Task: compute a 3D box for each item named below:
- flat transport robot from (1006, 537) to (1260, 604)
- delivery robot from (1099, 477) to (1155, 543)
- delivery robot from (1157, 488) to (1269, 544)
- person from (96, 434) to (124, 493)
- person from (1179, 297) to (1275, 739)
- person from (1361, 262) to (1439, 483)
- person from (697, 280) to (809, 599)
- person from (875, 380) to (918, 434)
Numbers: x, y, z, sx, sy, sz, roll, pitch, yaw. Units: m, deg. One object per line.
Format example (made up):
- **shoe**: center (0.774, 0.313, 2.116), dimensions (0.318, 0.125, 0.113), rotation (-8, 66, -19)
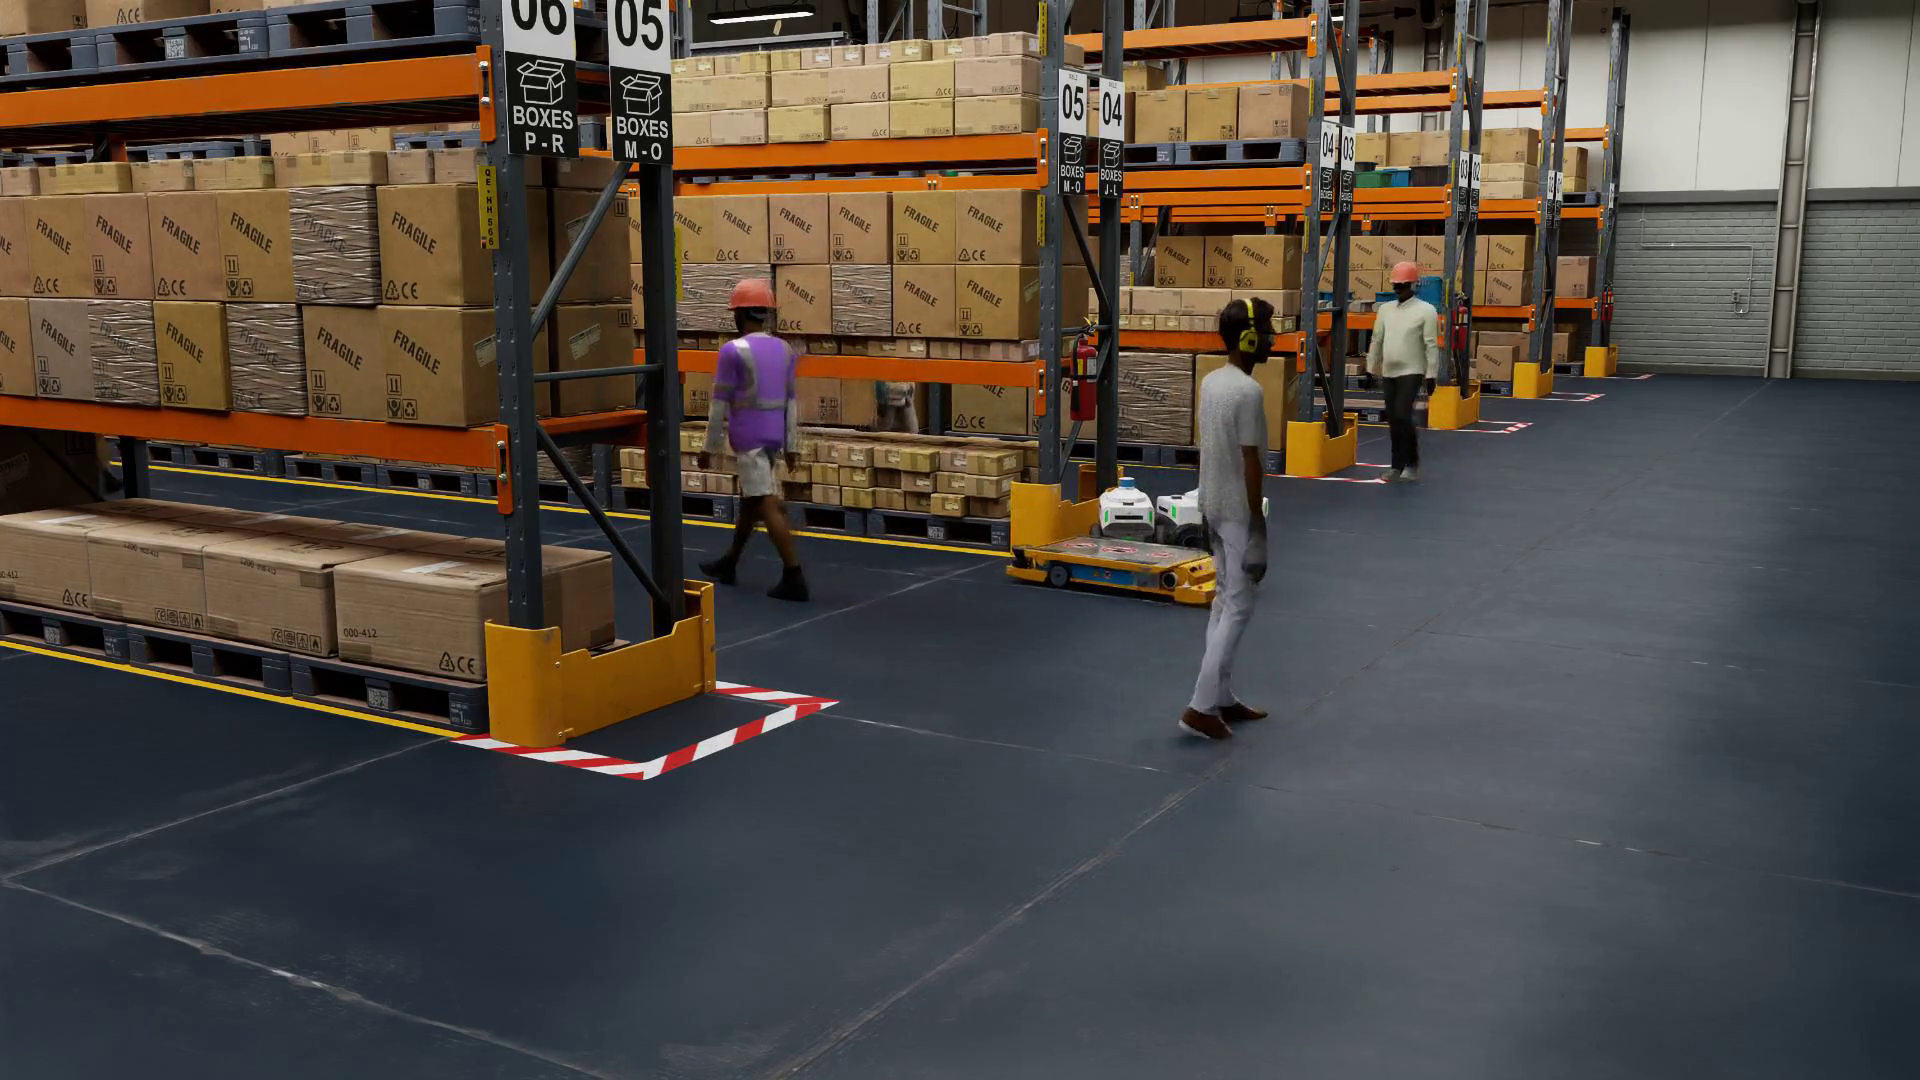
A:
- **flat transport robot**: center (1.049, 0.162, 10.208), dimensions (1.431, 0.197, 0.652), rotation (7, 12, 37)
- **delivery robot**: center (1.107, -0.175, 11.076), dimensions (0.477, 0.478, 0.707), rotation (1, 10, 3)
- **delivery robot**: center (1.695, -0.187, 11.149), dimensions (0.707, 0.478, 0.477), rotation (-2, 10, -13)
- **person**: center (-7.497, -1.306, 14.079), dimensions (0.970, 1.874, 0.572), rotation (1, 10, 8)
- **person**: center (1.155, -0.090, 7.076), dimensions (0.390, 1.881, 0.553), rotation (-3, 10, -14)
- **person**: center (3.930, -1.496, 14.925), dimensions (0.497, 1.974, 0.634), rotation (-7, 12, -35)
- **person**: center (-1.256, -0.604, 9.968), dimensions (0.998, 1.883, 0.563), rotation (7, 12, 37)
- **person**: center (-0.613, -1.184, 14.187), dimensions (0.754, 1.611, 0.524), rotation (7, 12, 35)
